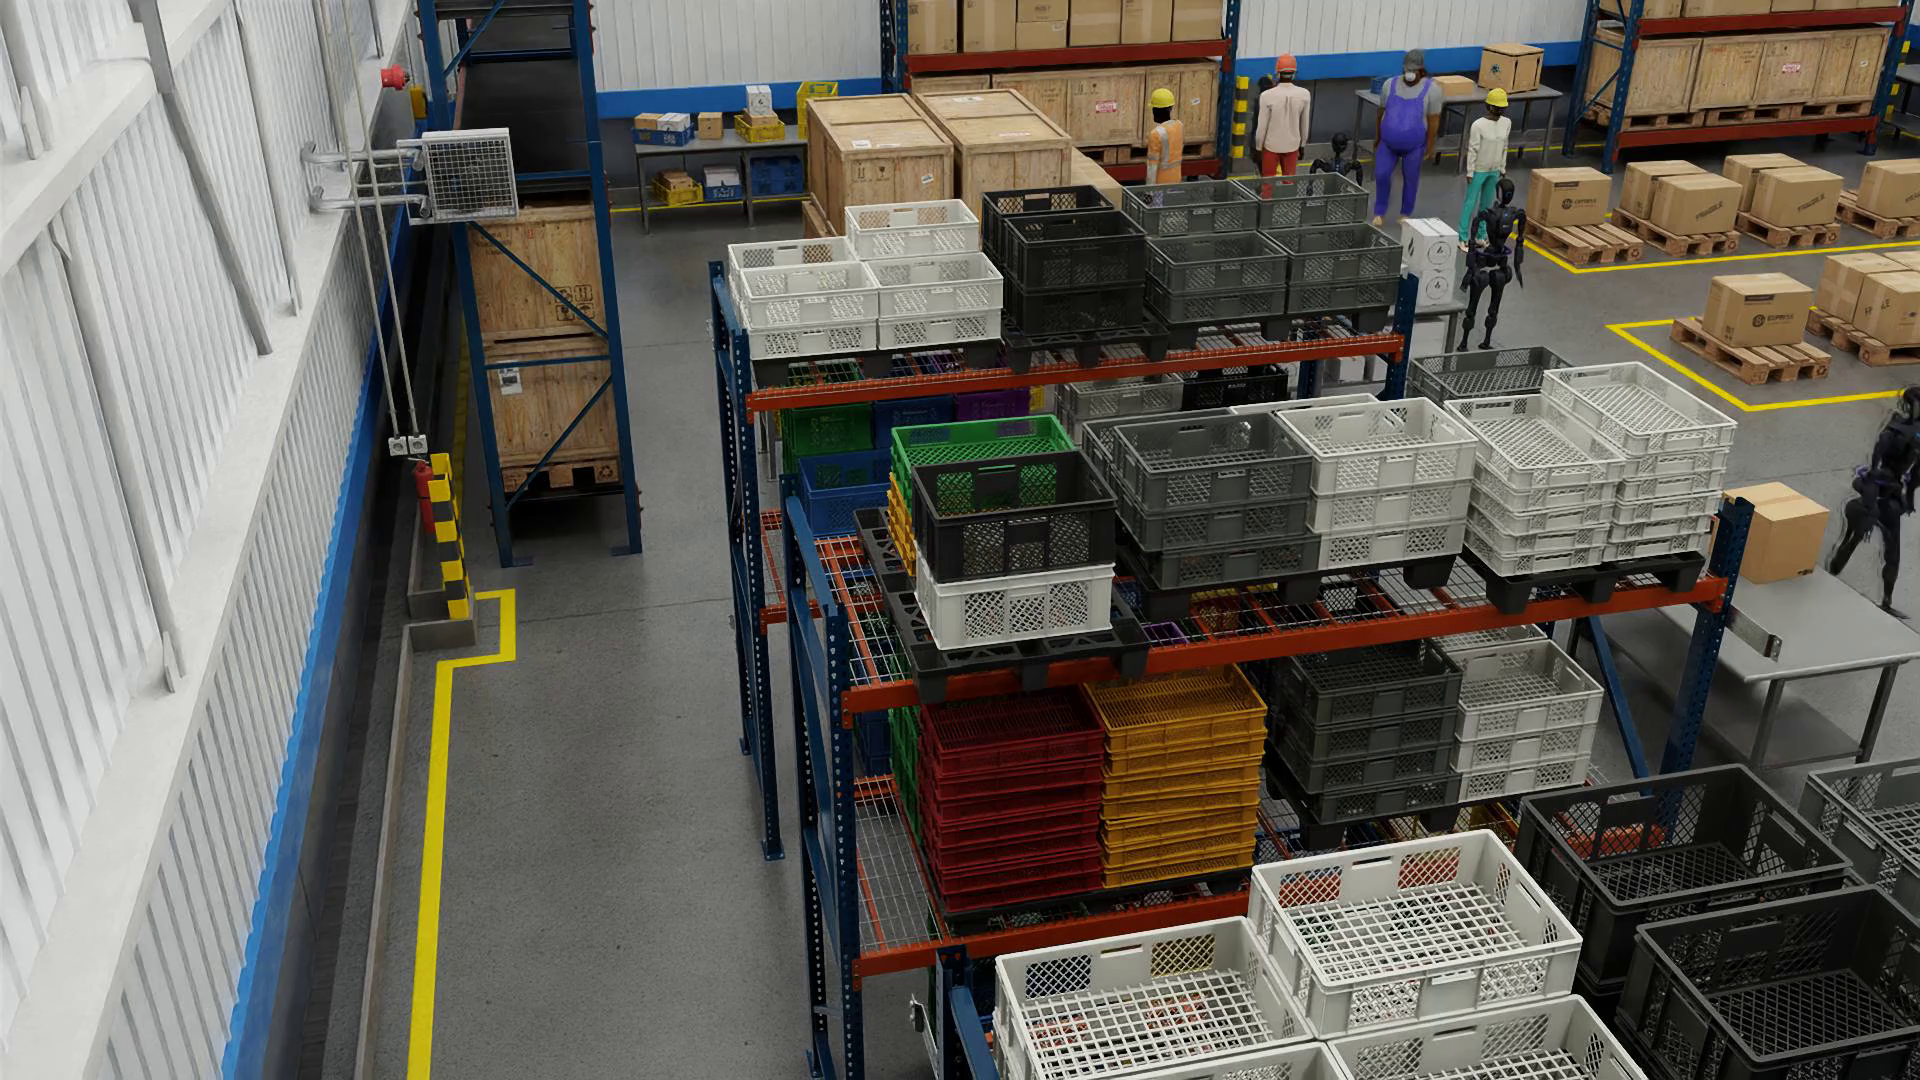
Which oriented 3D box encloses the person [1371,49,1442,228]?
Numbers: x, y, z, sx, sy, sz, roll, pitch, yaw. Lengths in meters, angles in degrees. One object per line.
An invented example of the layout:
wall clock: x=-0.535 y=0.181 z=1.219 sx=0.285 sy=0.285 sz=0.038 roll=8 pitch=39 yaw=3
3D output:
person: x=4.976 y=-4.489 z=18.666 sx=0.705 sy=2.000 sz=0.764 roll=13 pitch=31 yaw=23

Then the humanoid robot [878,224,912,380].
humanoid robot: x=-0.543 y=-1.868 z=14.066 sx=0.611 sy=1.657 sz=0.315 roll=15 pitch=31 yaw=26

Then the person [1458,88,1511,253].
person: x=5.713 y=-4.011 z=18.050 sx=0.525 sy=1.768 sz=0.312 roll=-12 pitch=30 yaw=-22

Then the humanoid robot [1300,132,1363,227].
humanoid robot: x=3.741 y=-3.278 z=16.742 sx=0.609 sy=1.656 sz=0.315 roll=4 pitch=28 yaw=7

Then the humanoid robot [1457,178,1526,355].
humanoid robot: x=4.880 y=-2.489 z=15.244 sx=0.584 sy=1.657 sz=0.327 roll=-6 pitch=28 yaw=-11

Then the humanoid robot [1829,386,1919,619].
humanoid robot: x=6.162 y=-0.253 z=11.041 sx=0.607 sy=1.627 sz=0.705 roll=-9 pitch=29 yaw=-17

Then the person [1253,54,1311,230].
person: x=3.567 y=-4.400 z=18.544 sx=0.621 sy=1.991 sz=0.394 roll=-6 pitch=28 yaw=-11

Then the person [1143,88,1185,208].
person: x=2.100 y=-3.743 z=17.385 sx=0.405 sy=1.918 sz=0.582 roll=19 pitch=33 yaw=32

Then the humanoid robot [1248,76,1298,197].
humanoid robot: x=3.547 y=-4.458 z=19.023 sx=0.523 sy=1.630 sz=0.713 roll=-2 pitch=28 yaw=-3
